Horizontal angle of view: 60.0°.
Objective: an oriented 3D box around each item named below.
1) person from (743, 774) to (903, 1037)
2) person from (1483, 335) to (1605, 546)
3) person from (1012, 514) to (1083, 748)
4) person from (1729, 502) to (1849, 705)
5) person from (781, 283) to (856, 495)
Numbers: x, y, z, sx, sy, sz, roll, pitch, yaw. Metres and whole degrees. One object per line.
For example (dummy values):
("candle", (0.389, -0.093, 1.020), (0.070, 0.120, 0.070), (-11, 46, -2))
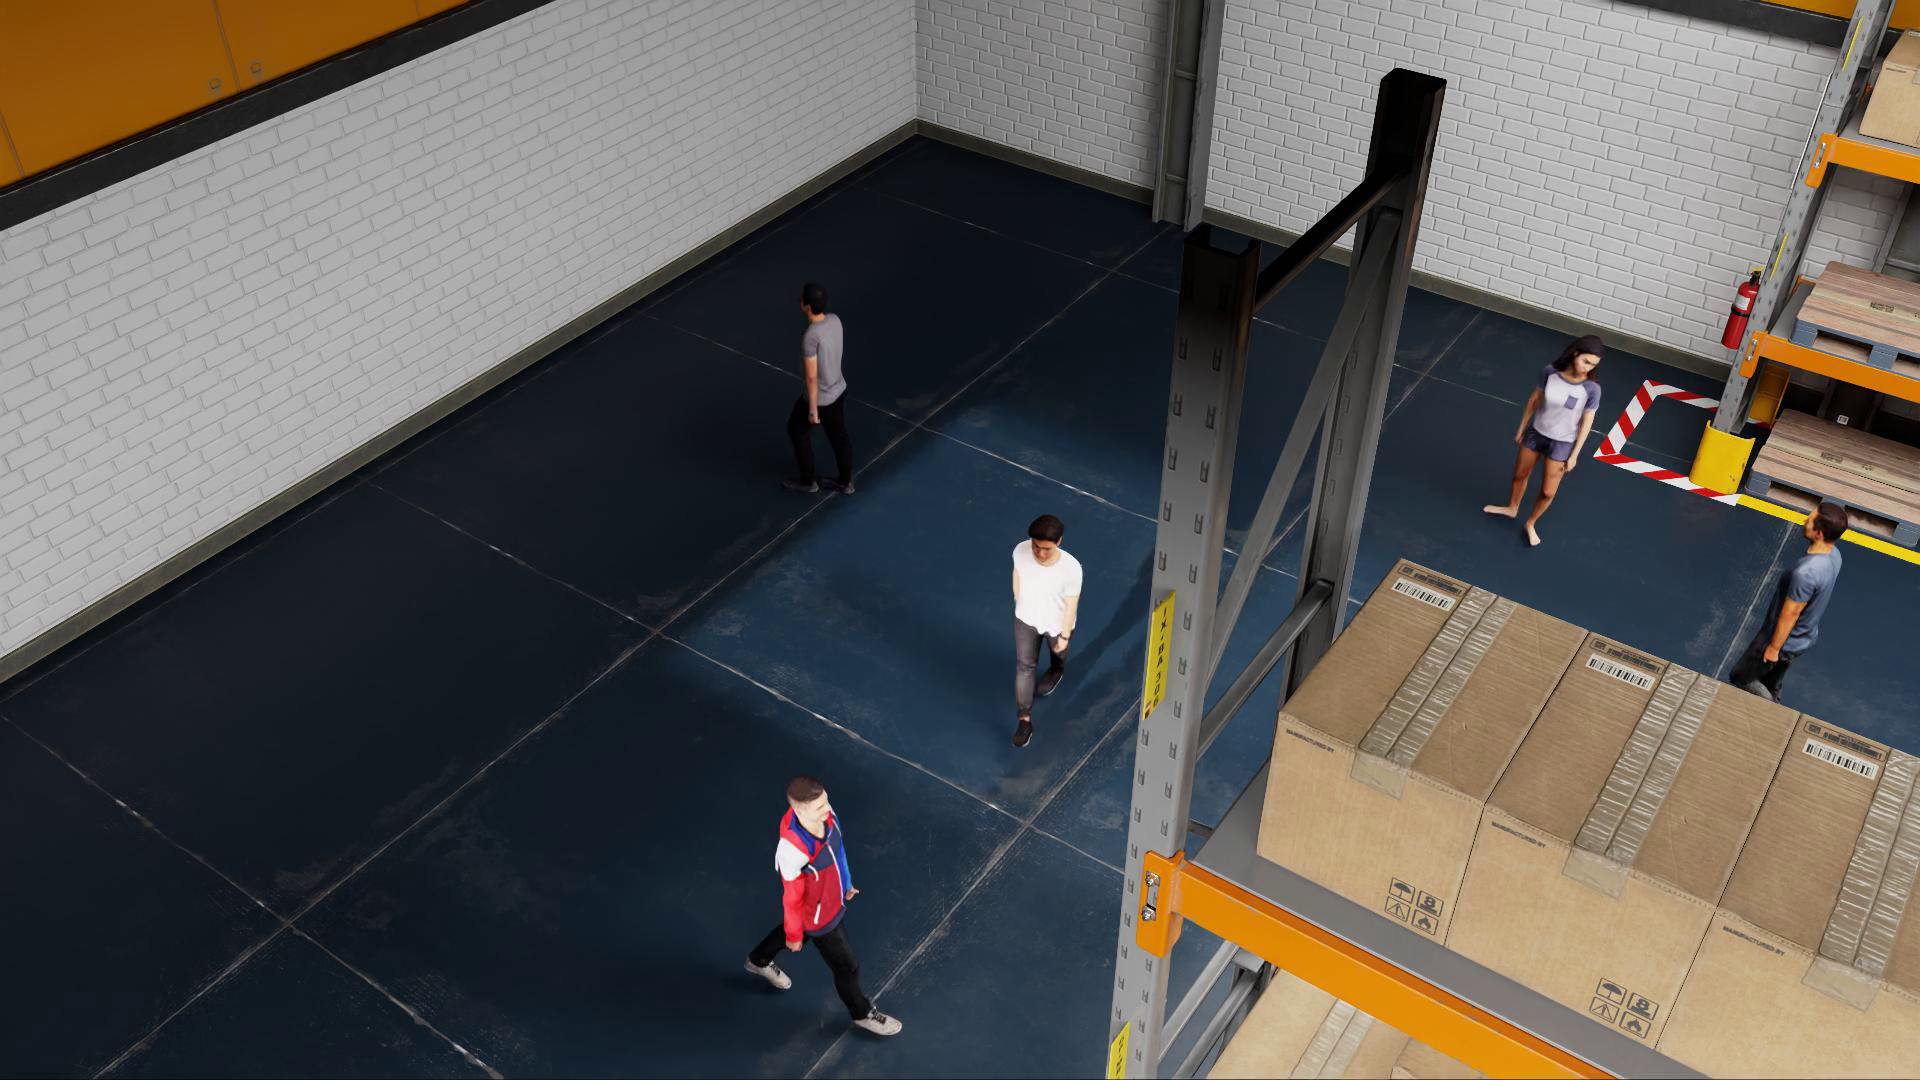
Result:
("person", (-0.808, 1.808, 8.393), (1.233, 1.719, 0.894), (11, 40, 14))
("person", (4.086, -0.714, 11.563), (0.841, 1.704, 0.510), (-25, 45, -28))
("person", (0.548, 0.420, 10.182), (1.084, 1.655, 0.844), (18, 42, 21))
("person", (4.991, 0.589, 9.854), (0.734, 1.801, 0.719), (29, 47, 31))
("person", (-0.917, -1.028, 11.930), (0.794, 1.737, 0.719), (17, 42, 20))
